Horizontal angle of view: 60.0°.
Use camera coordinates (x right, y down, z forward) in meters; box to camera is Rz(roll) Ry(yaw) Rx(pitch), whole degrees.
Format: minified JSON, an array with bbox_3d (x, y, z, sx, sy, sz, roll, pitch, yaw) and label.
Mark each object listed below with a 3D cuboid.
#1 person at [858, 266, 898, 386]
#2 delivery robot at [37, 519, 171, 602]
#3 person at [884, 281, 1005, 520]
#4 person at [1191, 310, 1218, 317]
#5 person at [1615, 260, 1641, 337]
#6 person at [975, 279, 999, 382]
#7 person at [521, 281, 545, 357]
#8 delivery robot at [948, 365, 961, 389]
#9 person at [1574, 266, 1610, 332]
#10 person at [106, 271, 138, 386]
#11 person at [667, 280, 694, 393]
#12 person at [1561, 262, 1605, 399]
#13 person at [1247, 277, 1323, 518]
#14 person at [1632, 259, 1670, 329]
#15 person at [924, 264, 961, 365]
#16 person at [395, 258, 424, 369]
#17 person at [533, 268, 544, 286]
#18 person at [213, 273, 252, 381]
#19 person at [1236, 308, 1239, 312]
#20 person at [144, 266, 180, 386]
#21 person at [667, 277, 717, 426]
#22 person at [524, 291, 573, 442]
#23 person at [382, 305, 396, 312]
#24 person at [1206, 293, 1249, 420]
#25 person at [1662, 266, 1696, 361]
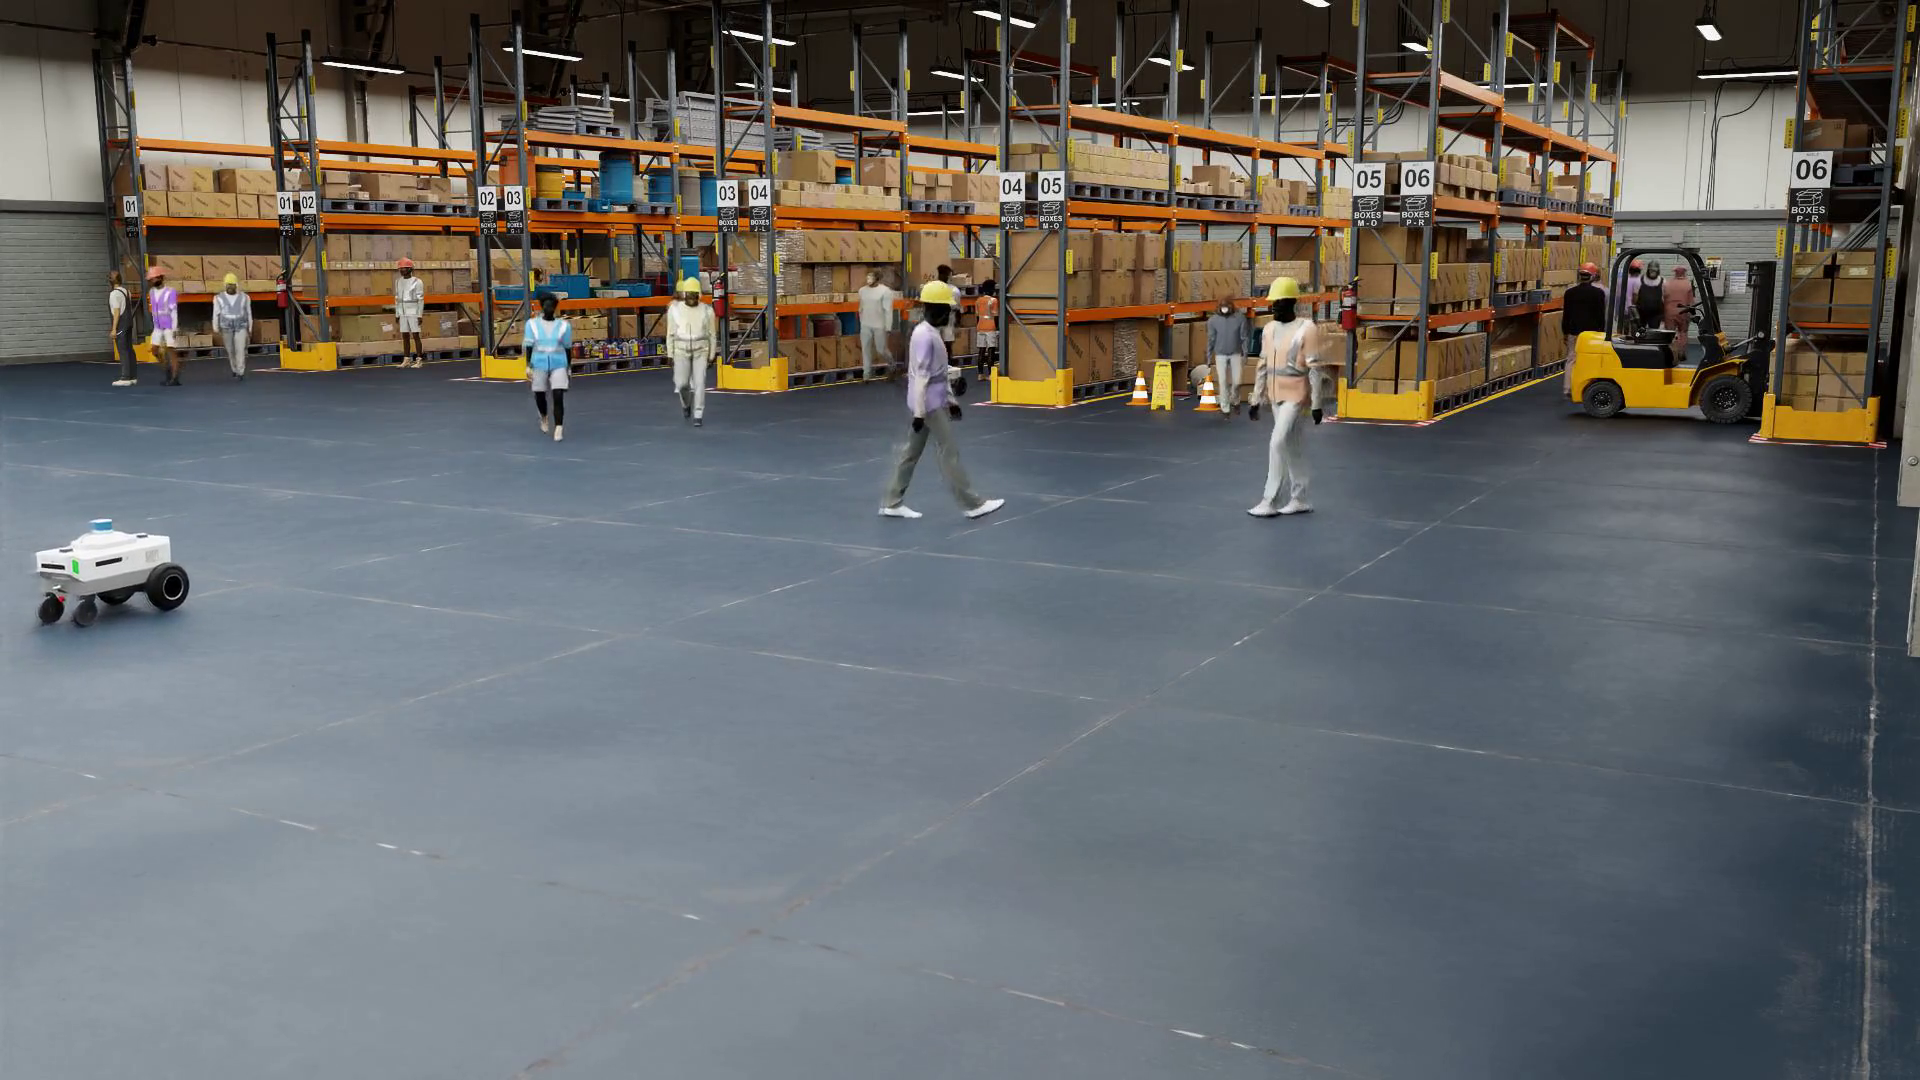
[{"bbox_3d":[-1.330,-3.446,26.806,0.635,1.916,0.855,5,11,29],"label":"person"},{"bbox_3d":[-4.926,0.123,9.588,0.477,0.478,0.707,4,10,22],"label":"delivery robot"},{"bbox_3d":[-0.155,-1.082,13.059,0.982,1.877,0.591,0,10,-1],"label":"person"},{"bbox_3d":[4.795,-4.408,32.671,0.629,1.828,0.436,5,11,26],"label":"person"},{"bbox_3d":[13.462,-4.611,33.363,0.609,2.010,0.884,5,11,29],"label":"person"},{"bbox_3d":[0.467,-3.449,27.435,0.319,1.697,0.533,-8,13,-40],"label":"person"},{"bbox_3d":[-8.029,-4.072,31.385,0.515,1.594,0.835,5,11,26],"label":"person"},{"bbox_3d":[-0.288,-2.440,24.592,0.477,0.478,0.707,6,11,30],"label":"delivery robot"},{"bbox_3d":[10.051,-3.414,26.576,0.644,1.920,0.572,6,11,30],"label":"person"},{"bbox_3d":[-13.467,-3.393,26.695,0.343,1.839,0.506,0,10,0],"label":"person"},{"bbox_3d":[-4.238,-3.131,25.549,0.488,1.724,0.715,0,10,-2],"label":"person"},{"bbox_3d":[9.007,-3.008,24.031,0.403,1.986,0.619,-9,13,-43],"label":"person"},{"bbox_3d":[2.500,-1.122,13.193,0.823,1.896,0.611,-5,11,-26],"label":"person"},{"bbox_3d":[13.628,-4.545,32.848,0.692,2.000,0.624,4,10,22],"label":"person"},{"bbox_3d":[-0.295,-3.652,27.905,0.628,1.943,0.554,1,10,4],"label":"person"},{"bbox_3d":[-10.144,-4.160,30.589,0.606,2.044,0.374,4,10,21],"label":"person"},{"bbox_3d":[-8.280,-4.441,32.855,0.517,1.834,0.900,4,11,23],"label":"person"},{"bbox_3d":[-12.181,-3.568,27.876,0.596,1.797,0.927,-4,10,-20],"label":"person"},{"bbox_3d":[5.597,-4.818,35.066,0.571,1.826,0.442,6,11,32],"label":"person"},{"bbox_3d":[-12.651,-3.384,26.448,0.567,1.903,0.463,3,10,16],"label":"person"},{"bbox_3d":[-3.275,-2.300,20.345,0.615,1.818,0.463,-1,10,-7],"label":"person"},{"bbox_3d":[-4.634,-1.968,18.796,0.538,1.680,0.604,-2,10,-12],"label":"person"},{"bbox_3d":[-12.223,-5.024,35.822,0.637,1.982,0.511,7,12,37],"label":"person"},{"bbox_3d":[3.370,-2.306,20.984,0.527,1.602,0.406,2,10,9],"label":"person"},{"bbox_3d":[14.211,-4.470,32.942,0.646,1.868,0.890,5,11,29],"label":"person"}]
